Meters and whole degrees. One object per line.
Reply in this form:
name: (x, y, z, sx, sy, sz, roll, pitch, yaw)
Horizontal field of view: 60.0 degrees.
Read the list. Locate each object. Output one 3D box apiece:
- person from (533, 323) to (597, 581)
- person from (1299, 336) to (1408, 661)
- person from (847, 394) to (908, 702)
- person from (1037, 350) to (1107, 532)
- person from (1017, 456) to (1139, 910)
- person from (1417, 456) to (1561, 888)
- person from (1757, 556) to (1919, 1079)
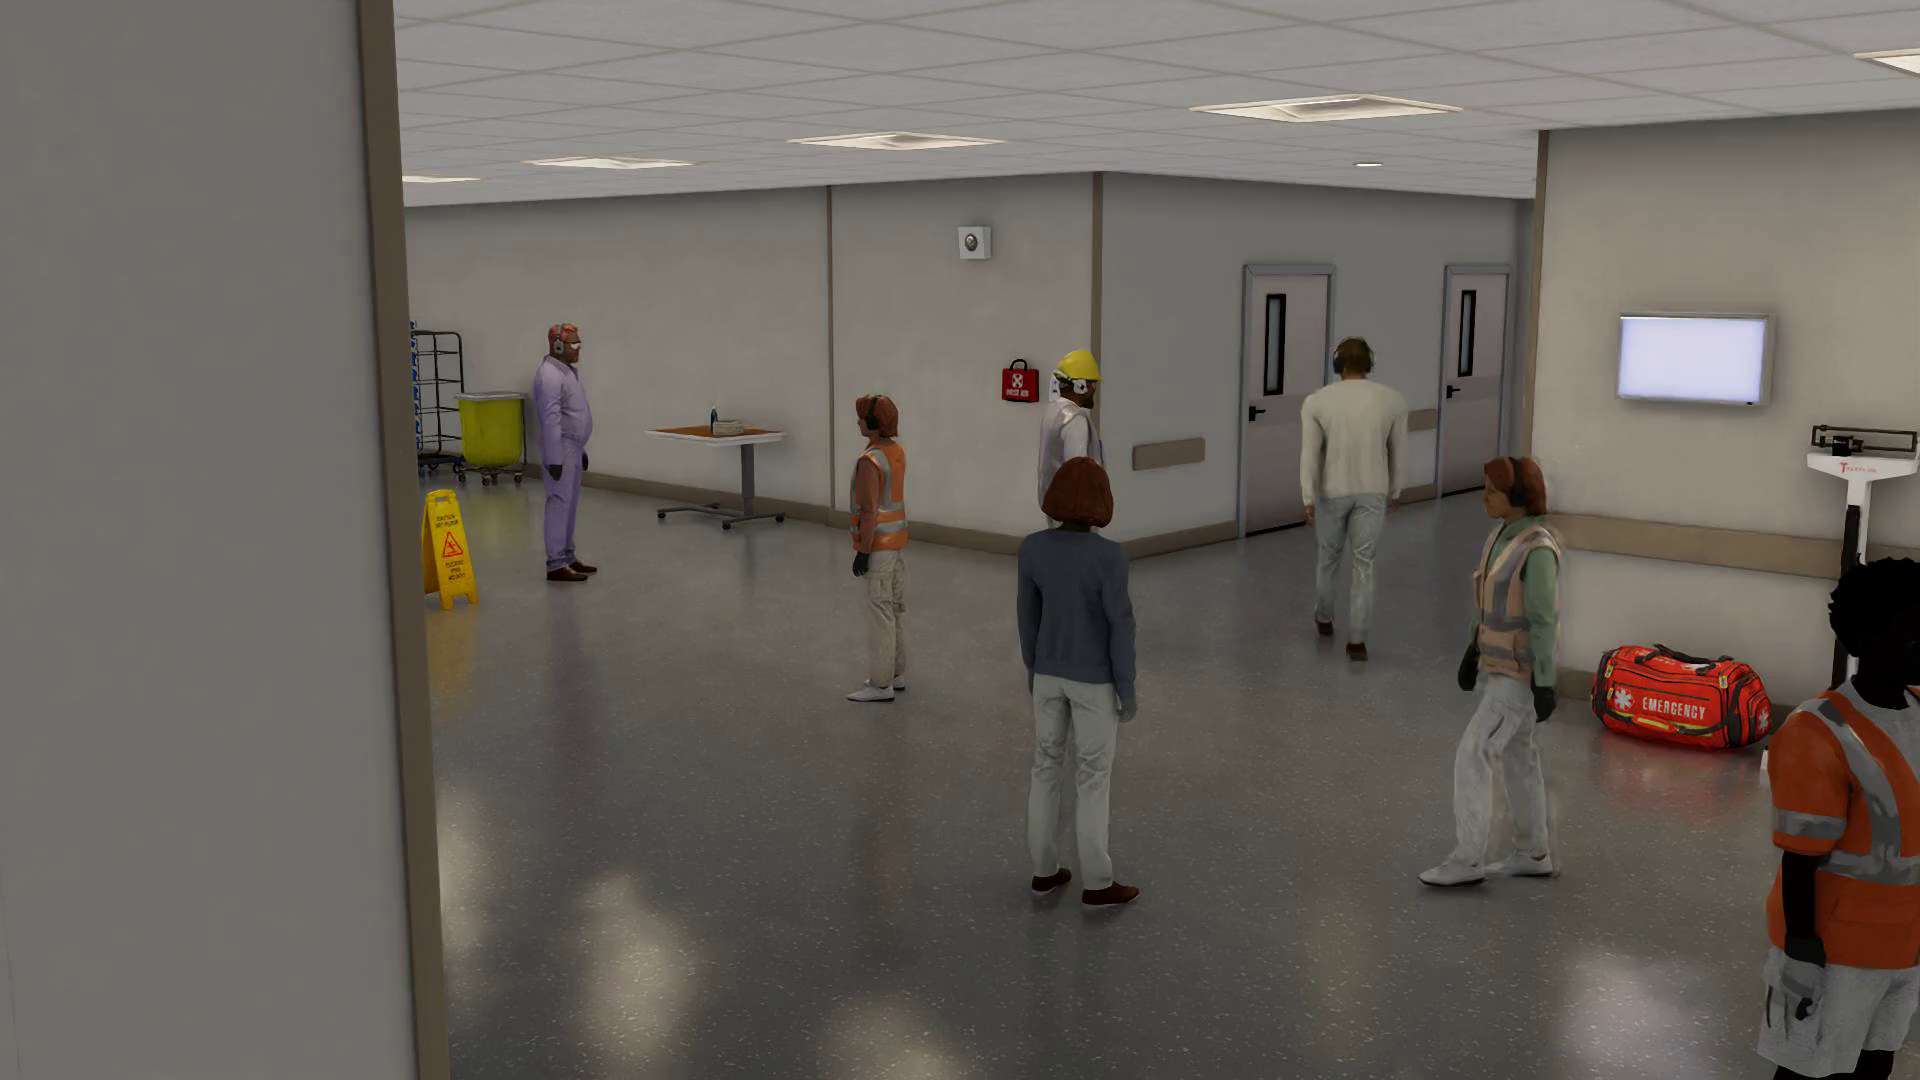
person: (-2.915, -0.647, 12.317, 0.401, 1.904, 0.644, 0, 9, -1)
person: (2.371, -0.278, 10.078, 0.639, 1.888, 0.997, 2, 9, 11)
person: (-0.428, 0.042, 8.878, 0.307, 1.641, 0.513, 3, 10, 15)
person: (0.664, -0.205, 9.847, 0.403, 1.824, 0.592, -2, 9, -10)
person: (0.427, 0.512, 6.017, 0.498, 1.634, 0.278, 8, 12, 41)
person: (1.946, 0.496, 6.172, 0.664, 1.611, 0.538, 0, 9, 2)
person: (1.954, 0.872, 3.621, 0.540, 1.696, 0.316, -6, 11, -31)
